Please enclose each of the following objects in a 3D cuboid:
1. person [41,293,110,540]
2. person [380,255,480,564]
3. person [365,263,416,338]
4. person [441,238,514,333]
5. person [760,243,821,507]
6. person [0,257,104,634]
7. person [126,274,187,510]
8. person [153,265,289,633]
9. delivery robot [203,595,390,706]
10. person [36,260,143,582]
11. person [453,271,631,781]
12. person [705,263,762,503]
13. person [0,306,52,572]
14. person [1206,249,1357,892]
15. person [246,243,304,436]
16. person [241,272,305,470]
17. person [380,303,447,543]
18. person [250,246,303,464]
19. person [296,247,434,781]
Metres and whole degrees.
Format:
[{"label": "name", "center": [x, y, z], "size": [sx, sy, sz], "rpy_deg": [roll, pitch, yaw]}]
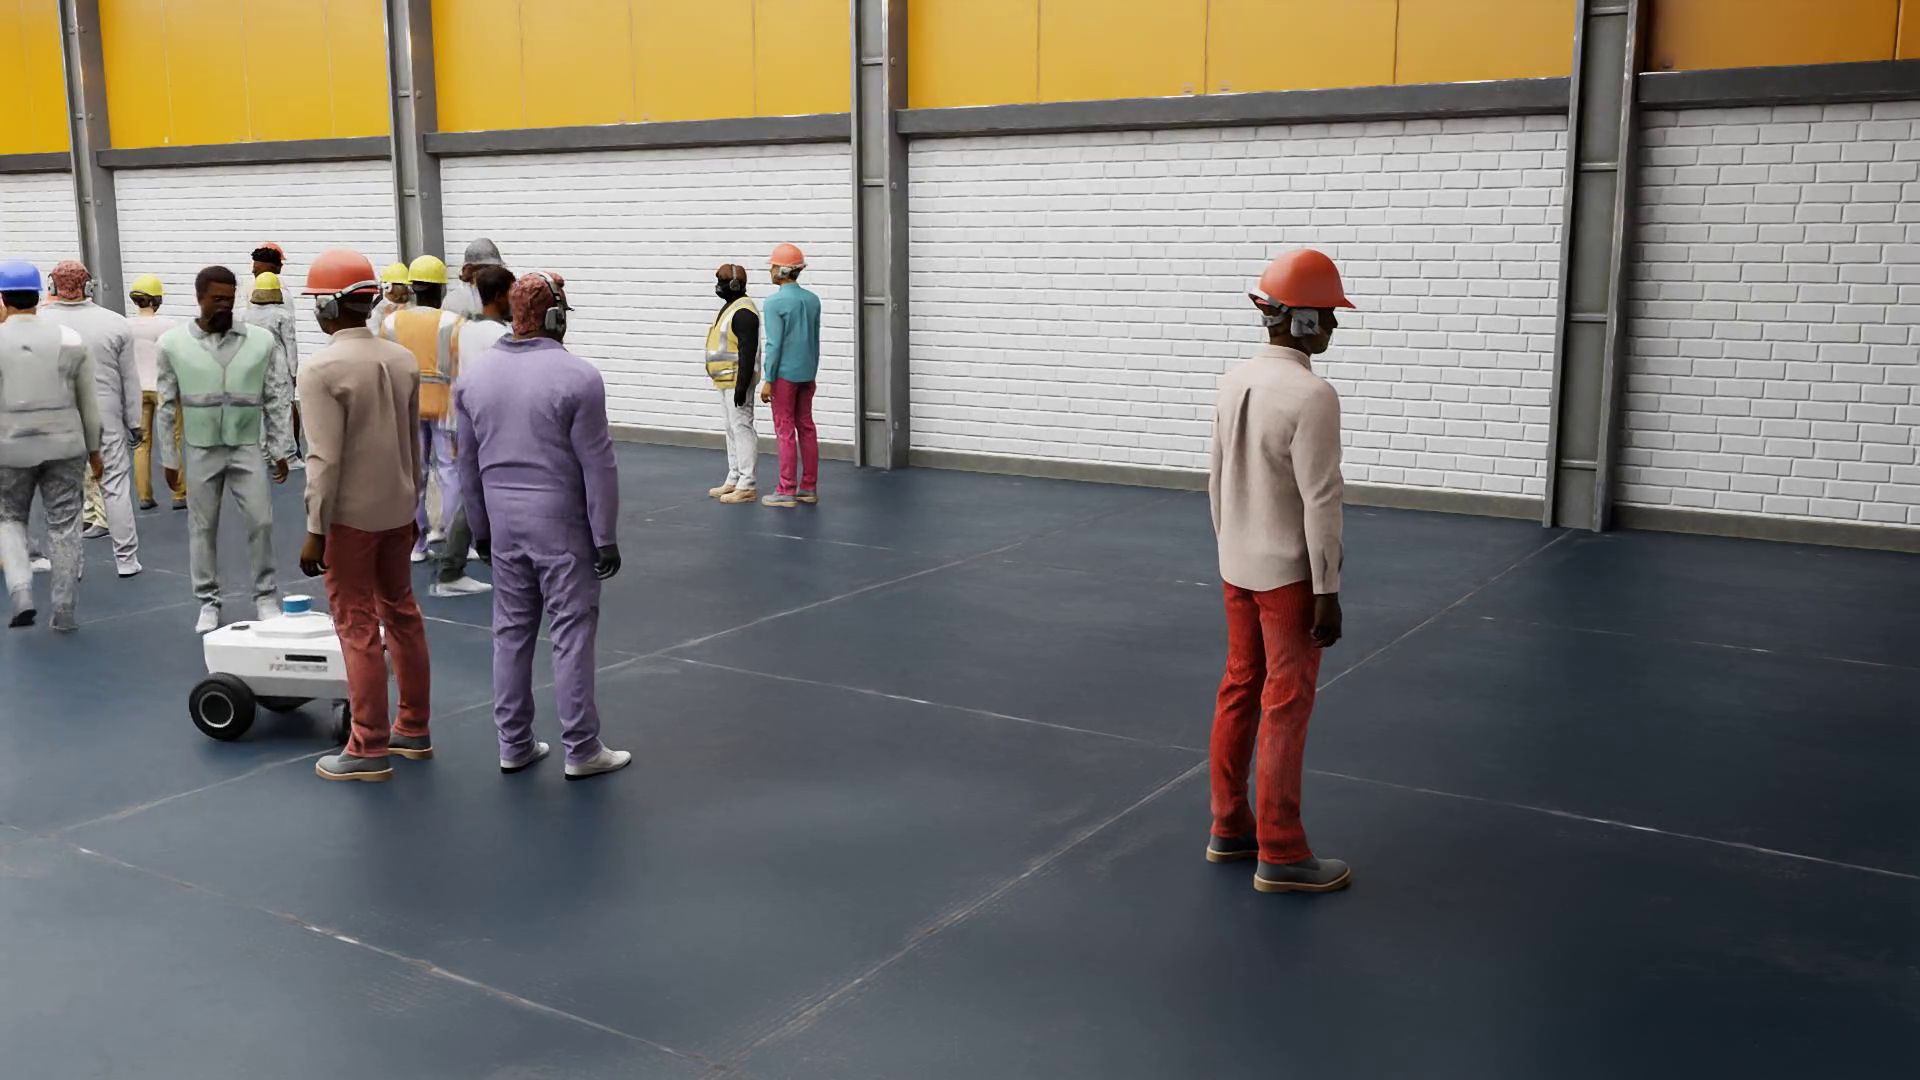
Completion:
[{"label": "person", "center": [-5.988, -0.881, 11.305], "size": [0.334, 1.753, 0.562], "rpy_deg": [-8, 13, -38]}, {"label": "person", "center": [-3.293, -0.803, 10.400], "size": [0.592, 1.925, 0.372], "rpy_deg": [1, 10, 7]}, {"label": "person", "center": [-4.895, -1.490, 14.498], "size": [0.403, 1.825, 0.596], "rpy_deg": [5, 11, 25]}, {"label": "person", "center": [-3.351, -1.139, 11.943], "size": [0.537, 2.000, 0.683], "rpy_deg": [4, 11, 20]}, {"label": "person", "center": [-1.294, -1.254, 12.697], "size": [0.370, 1.996, 0.622], "rpy_deg": [7, 12, 32]}, {"label": "person", "center": [-4.720, -0.464, 8.512], "size": [0.625, 1.933, 0.437], "rpy_deg": [-6, 12, -31]}, {"label": "person", "center": [-6.045, -1.103, 12.499], "size": [0.524, 1.769, 0.316], "rpy_deg": [0, 10, 2]}, {"label": "person", "center": [-3.812, -0.459, 8.602], "size": [0.600, 1.898, 0.445], "rpy_deg": [-8, 13, -37]}, {"label": "delivery robot", "center": [-2.725, 0.472, 6.871], "size": [0.707, 0.478, 0.477], "rpy_deg": [1, 10, 8]}, {"label": "person", "center": [-5.214, -0.701, 9.889], "size": [0.655, 1.906, 0.407], "rpy_deg": [-6, 12, -30]}, {"label": "person", "center": [-1.551, -0.049, 6.273], "size": [0.652, 1.906, 0.404], "rpy_deg": [4, 11, 21]}, {"label": "person", "center": [-1.757, -1.214, 12.913], "size": [0.429, 1.844, 0.626], "rpy_deg": [-4, 11, -21]}, {"label": "person", "center": [-5.748, -0.616, 10.169], "size": [0.500, 1.632, 0.280], "rpy_deg": [8, 13, 37]}, {"label": "person", "center": [1.018, 0.096, 5.228], "size": [0.397, 1.992, 0.621], "rpy_deg": [-4, 11, -21]}, {"label": "person", "center": [-7.059, -2.050, 17.117], "size": [0.623, 1.992, 0.396], "rpy_deg": [7, 12, 32]}, {"label": "person", "center": [-6.053, -1.482, 14.671], "size": [0.487, 1.744, 0.294], "rpy_deg": [2, 10, 8]}, {"label": "person", "center": [-3.770, -0.778, 11.173], "size": [0.865, 1.597, 0.531], "rpy_deg": [3, 11, 15]}, {"label": "person", "center": [-6.204, -1.668, 15.075], "size": [0.366, 1.967, 0.602], "rpy_deg": [-8, 13, -37]}, {"label": "person", "center": [-2.260, -0.092, 6.267], "size": [0.390, 1.992, 0.624], "rpy_deg": [3, 11, 18]}]
